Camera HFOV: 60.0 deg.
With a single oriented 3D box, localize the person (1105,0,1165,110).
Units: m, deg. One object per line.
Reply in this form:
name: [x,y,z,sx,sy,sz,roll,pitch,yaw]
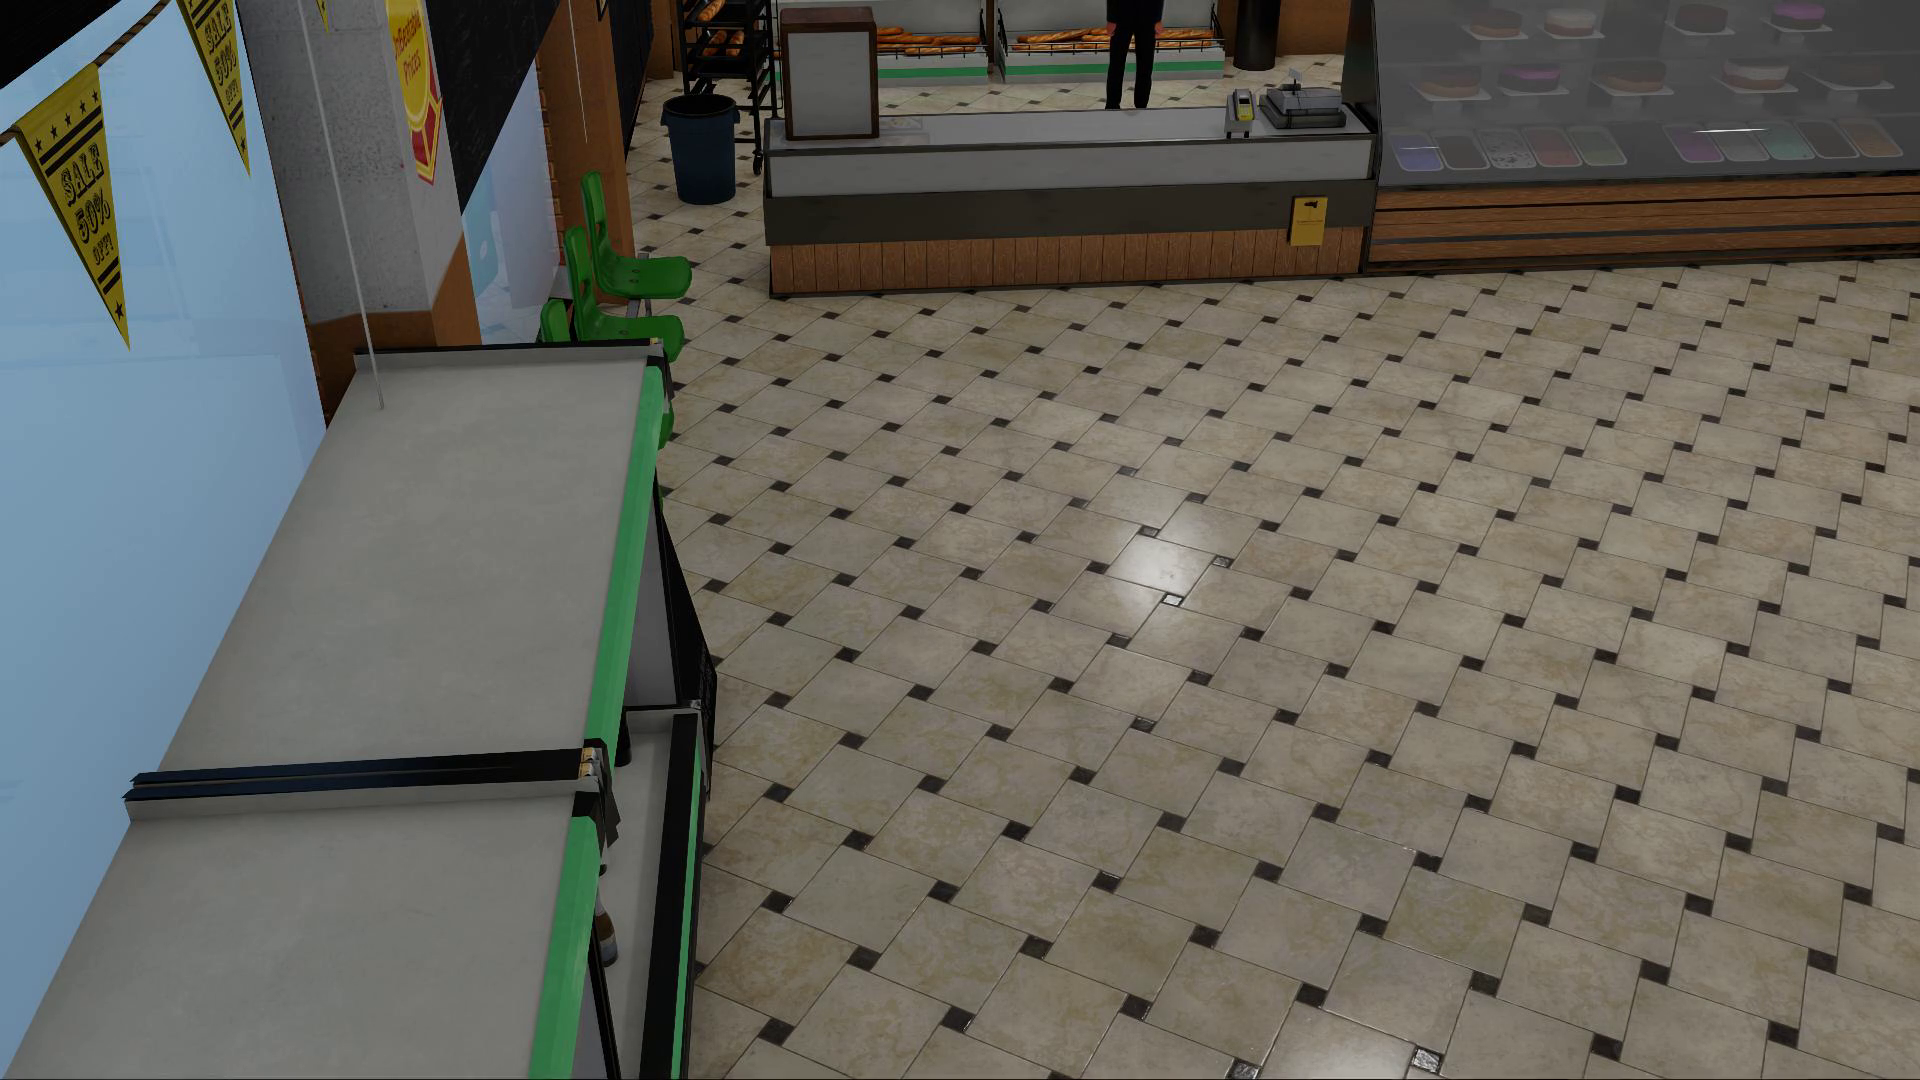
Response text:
person: [1.420,-4.247,13.478,0.611,1.868,0.566,-3,32,-4]
